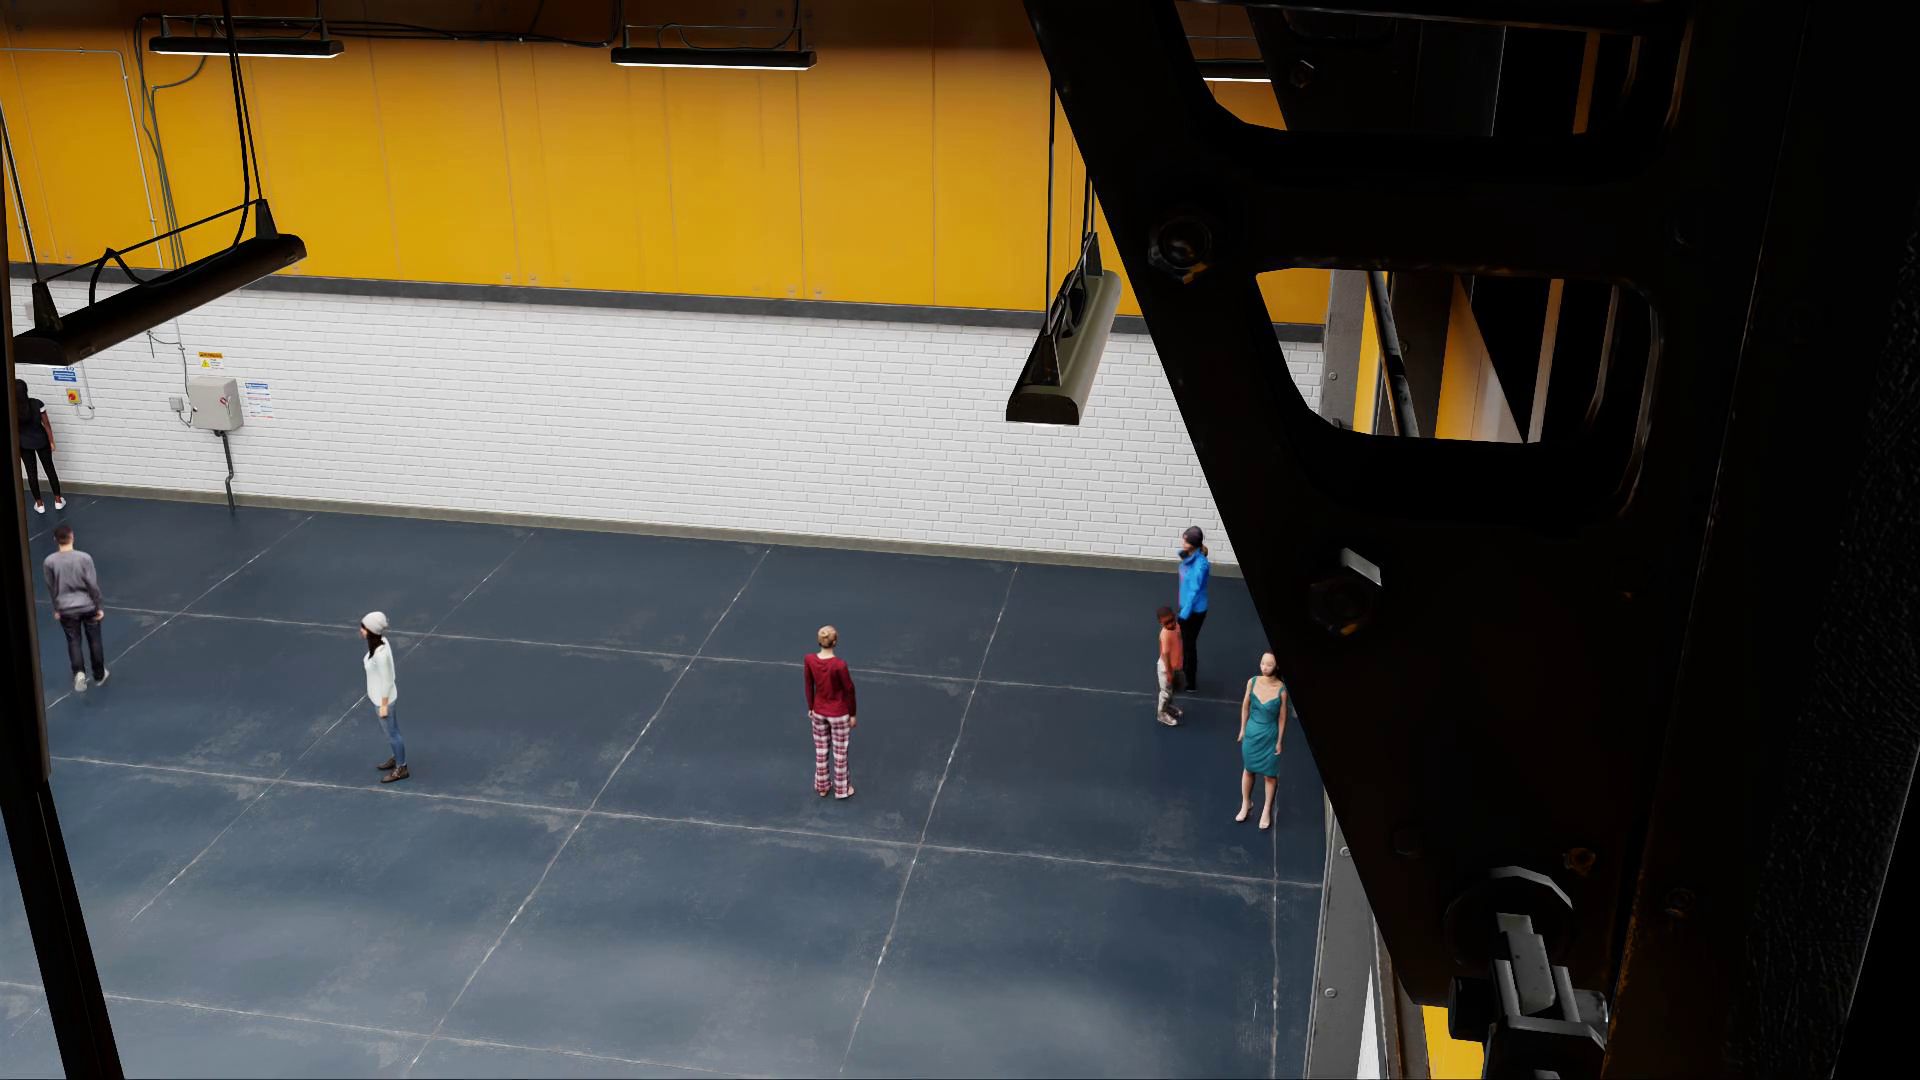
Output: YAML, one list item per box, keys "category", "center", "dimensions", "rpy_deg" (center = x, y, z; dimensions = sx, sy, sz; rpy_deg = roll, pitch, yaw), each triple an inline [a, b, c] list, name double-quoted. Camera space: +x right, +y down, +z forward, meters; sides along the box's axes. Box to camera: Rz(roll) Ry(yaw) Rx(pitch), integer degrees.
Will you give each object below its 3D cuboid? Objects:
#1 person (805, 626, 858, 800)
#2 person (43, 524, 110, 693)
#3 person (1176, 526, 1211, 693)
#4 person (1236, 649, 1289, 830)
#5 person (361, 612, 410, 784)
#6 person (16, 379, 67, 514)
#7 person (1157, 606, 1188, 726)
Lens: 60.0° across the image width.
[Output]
- category: "person"
  center: [-1.138, 1.505, 14.661]
  dimensions: [0.651, 1.698, 0.565]
  rpy_deg: [9, 25, 19]
- category: "person"
  center: [-8.723, 0.706, 16.422]
  dimensions: [0.853, 1.752, 0.974]
  rpy_deg: [-8, 25, -17]
- category: "person"
  center: [2.326, 0.689, 16.405]
  dimensions: [0.778, 1.795, 0.636]
  rpy_deg: [-1, 24, -2]
- category: "person"
  center: [2.598, 1.694, 14.244]
  dimensions: [0.619, 1.685, 0.609]
  rpy_deg: [15, 28, 30]
- category: "person"
  center: [-5.190, 1.394, 14.980]
  dimensions: [0.705, 1.645, 0.609]
  rpy_deg: [-10, 26, -22]
- category: "person"
  center: [-11.578, -1.193, 20.793]
  dimensions: [0.717, 1.729, 0.767]
  rpy_deg: [-13, 27, -28]
- category: "person"
  center: [2.007, 1.181, 15.917]
  dimensions: [0.700, 1.285, 0.574]
  rpy_deg: [10, 25, 21]
